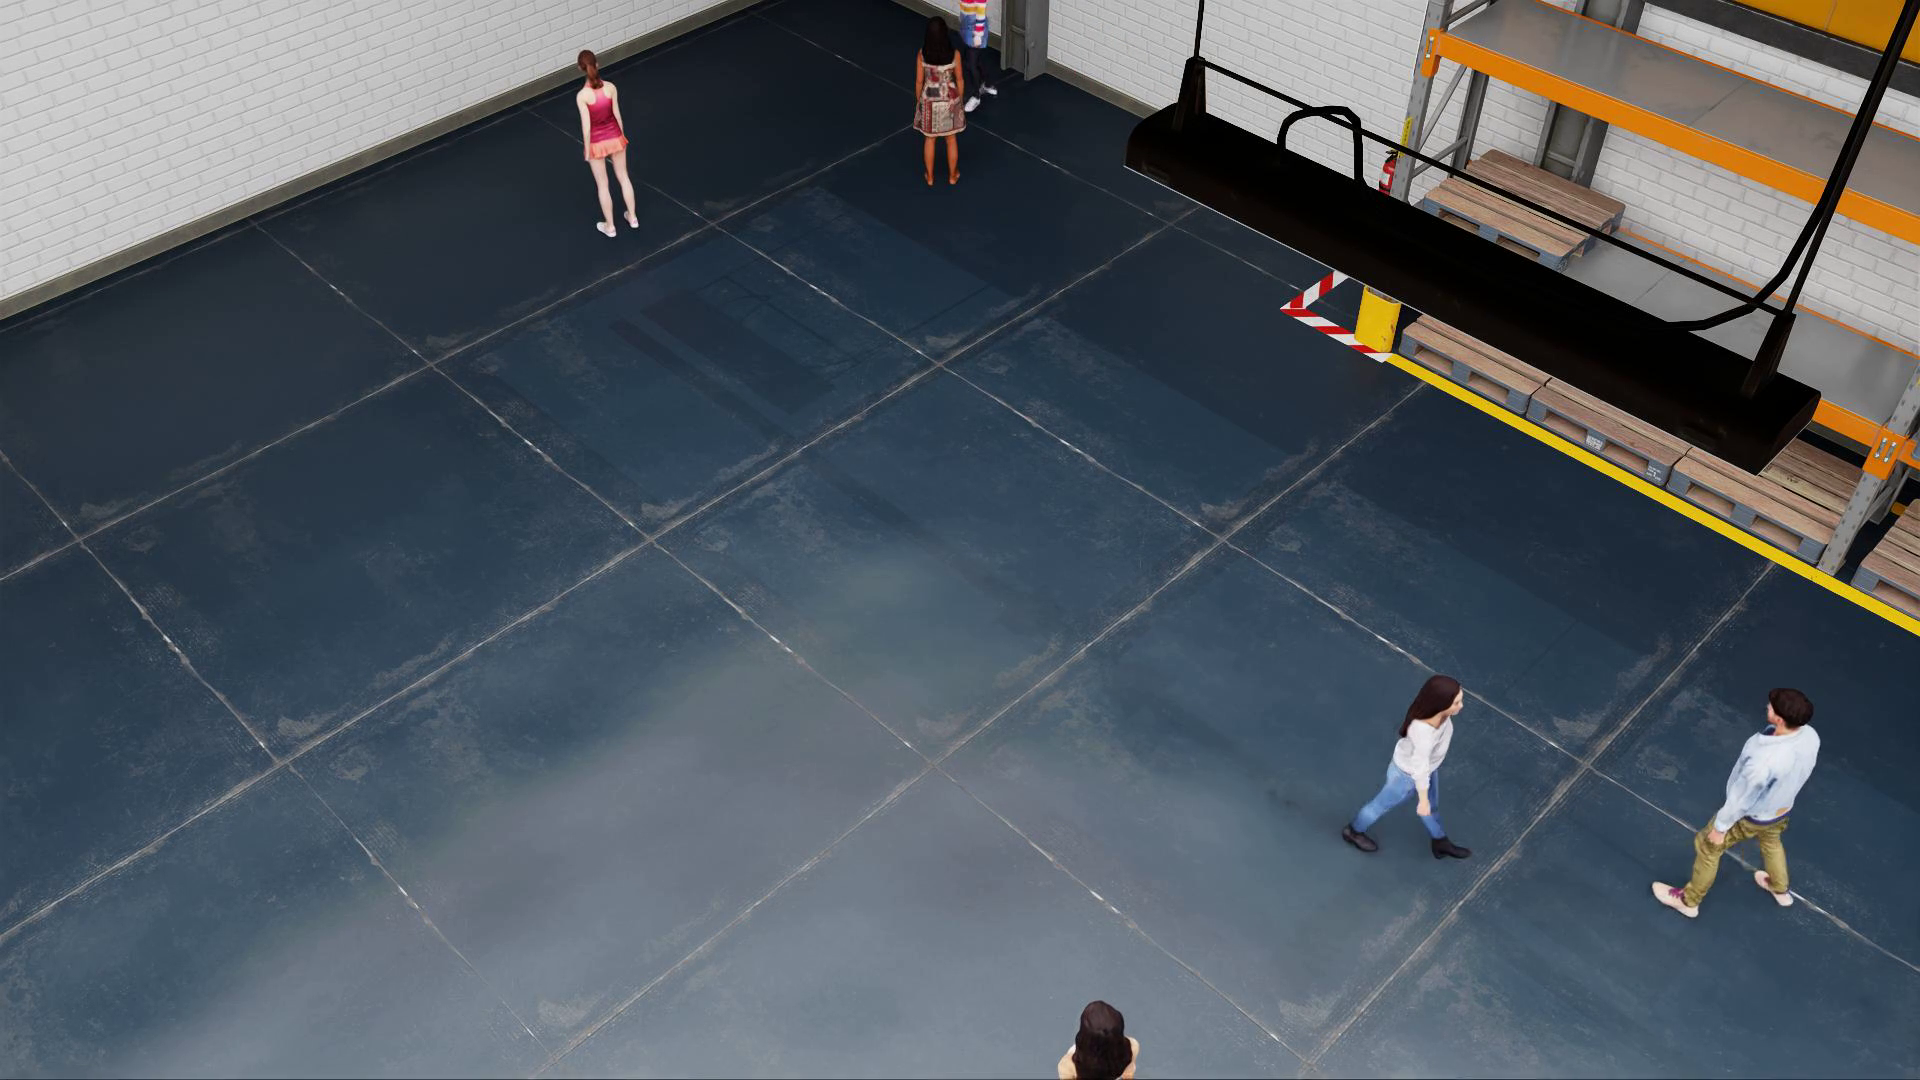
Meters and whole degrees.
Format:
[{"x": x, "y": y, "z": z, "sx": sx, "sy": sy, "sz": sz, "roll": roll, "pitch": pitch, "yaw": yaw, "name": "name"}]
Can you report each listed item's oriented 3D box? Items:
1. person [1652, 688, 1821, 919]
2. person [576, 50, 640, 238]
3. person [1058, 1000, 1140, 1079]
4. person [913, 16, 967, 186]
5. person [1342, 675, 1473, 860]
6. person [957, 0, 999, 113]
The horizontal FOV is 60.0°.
[{"x": 4.493, "y": 1.521, "z": 9.431, "sx": 1.006, "sy": 1.792, "sz": 0.918, "roll": -21, "pitch": 47, "yaw": -21, "name": "person"}, {"x": -3.155, "y": -3.519, "z": 14.754, "sx": 0.596, "sy": 1.749, "sz": 0.572, "roll": -27, "pitch": 50, "yaw": -25, "name": "person"}, {"x": 0.643, "y": 2.778, "z": 8.153, "sx": 0.657, "sy": 1.736, "sz": 0.658, "roll": -14, "pitch": 45, "yaw": -14, "name": "person"}, {"x": -0.195, "y": -4.049, "z": 15.402, "sx": 0.710, "sy": 1.622, "sz": 0.767, "roll": 0, "pitch": 44, "yaw": 0, "name": "person"}, {"x": 2.565, "y": 1.333, "z": 9.773, "sx": 1.078, "sy": 1.592, "sz": 0.842, "roll": 18, "pitch": 46, "yaw": 18, "name": "person"}, {"x": 0.150, "y": -5.067, "z": 16.359, "sx": 0.906, "sy": 1.775, "sz": 0.782, "roll": -10, "pitch": 45, "yaw": -10, "name": "person"}]
